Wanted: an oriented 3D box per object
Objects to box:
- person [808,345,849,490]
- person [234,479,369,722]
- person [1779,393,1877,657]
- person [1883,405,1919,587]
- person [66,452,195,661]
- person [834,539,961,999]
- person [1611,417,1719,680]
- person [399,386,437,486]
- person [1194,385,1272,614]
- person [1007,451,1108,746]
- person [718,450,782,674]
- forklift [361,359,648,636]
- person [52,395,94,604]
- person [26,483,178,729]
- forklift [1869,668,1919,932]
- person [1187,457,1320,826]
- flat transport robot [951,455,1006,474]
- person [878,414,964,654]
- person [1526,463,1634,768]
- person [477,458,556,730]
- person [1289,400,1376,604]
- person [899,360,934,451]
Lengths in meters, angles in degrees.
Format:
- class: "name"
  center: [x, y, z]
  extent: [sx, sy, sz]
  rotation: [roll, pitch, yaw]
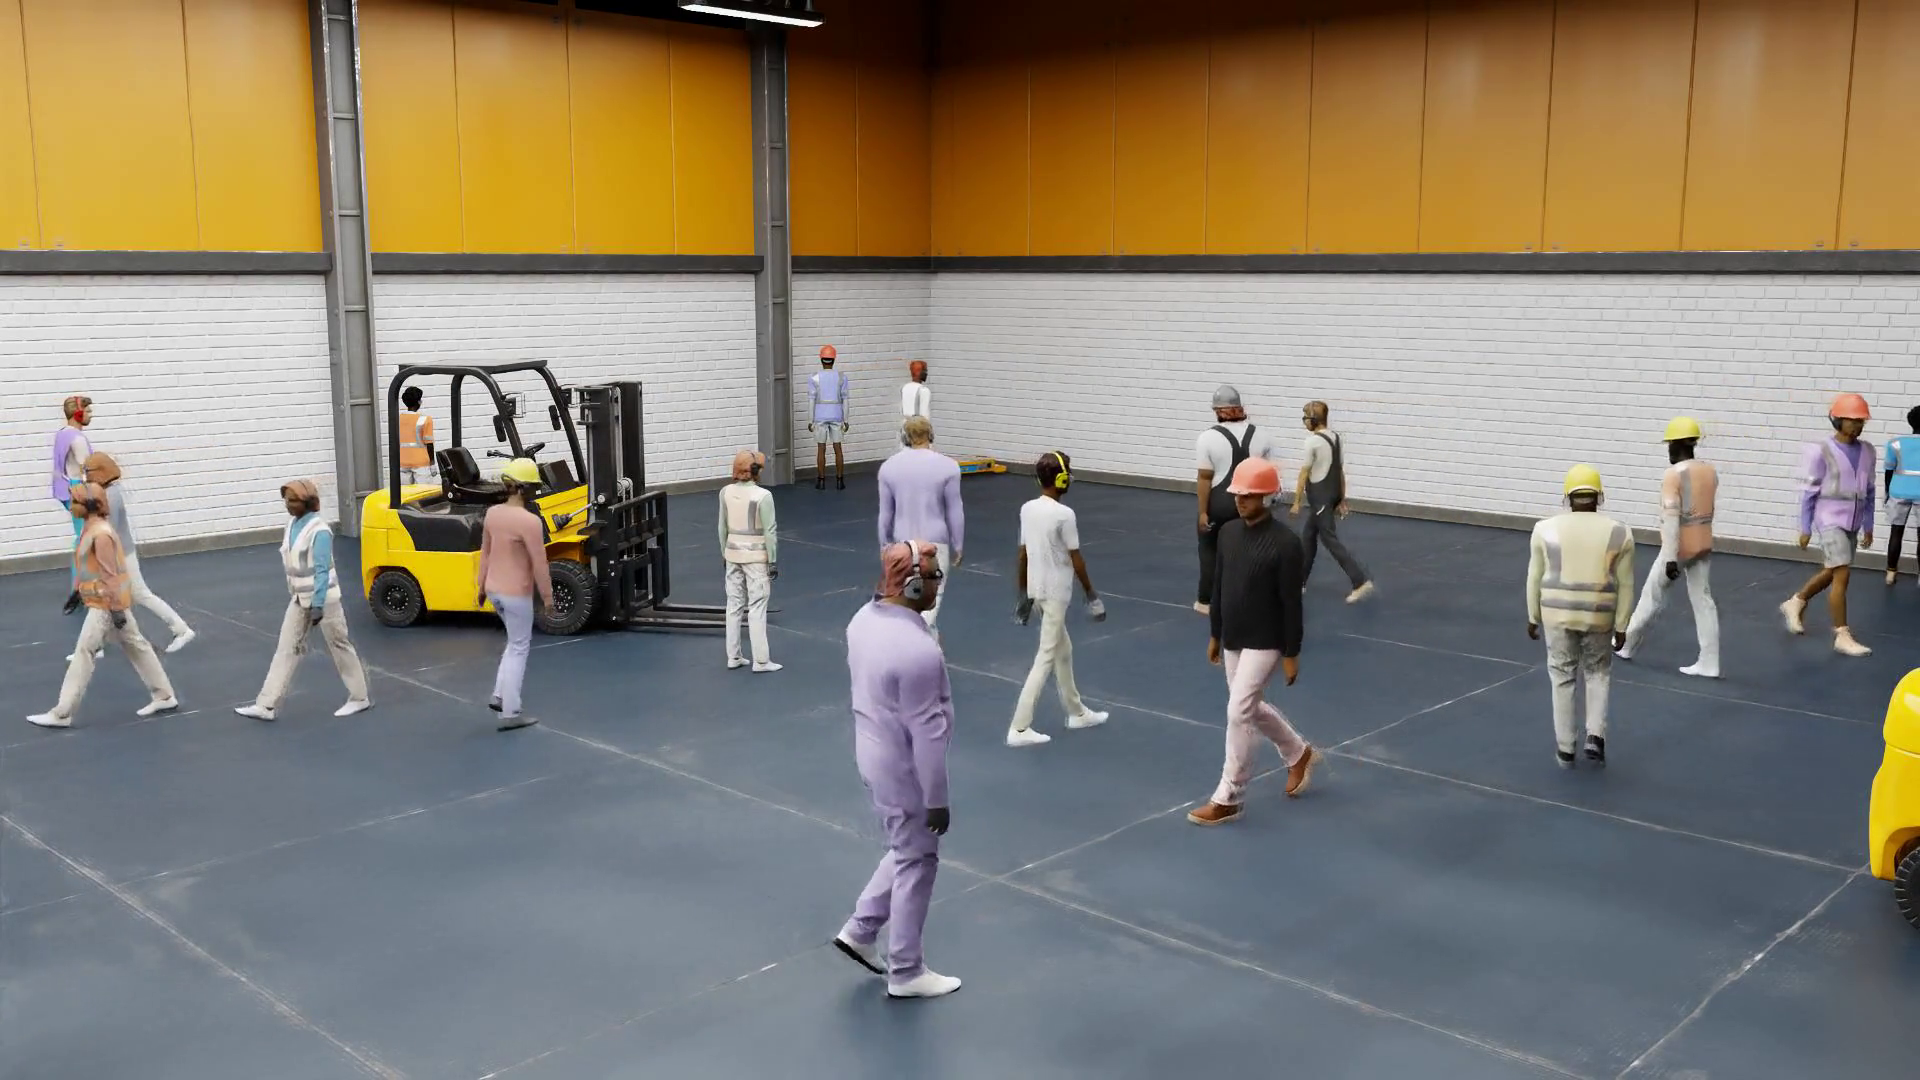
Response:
- class: "person"
  center: [-1.762, -1.635, 22.251]
  extent: [0.552, 1.935, 0.367]
  rotation: [-2, 9, -9]
- class: "person"
  center: [-4.257, 0.408, 10.772]
  extent: [0.529, 1.591, 0.864]
  rotation: [8, 12, 40]
- class: "person"
  center: [6.804, -0.156, 12.981]
  extent: [0.616, 2.015, 0.950]
  rotation: [-3, 10, -16]
- class: "person"
  center: [8.868, -0.408, 15.462]
  extent: [0.536, 1.696, 0.318]
  rotation: [7, 12, 38]
- class: "person"
  center: [-6.315, 0.112, 12.615]
  extent: [0.860, 1.593, 0.506]
  rotation: [-5, 11, -30]
- class: "person"
  center: [-0.206, 0.927, 6.689]
  extent: [0.436, 1.890, 0.670]
  rotation: [-4, 10, -23]
- class: "person"
  center: [5.208, 0.039, 12.181]
  extent: [0.599, 1.869, 0.976]
  rotation: [-5, 11, -30]
- class: "person"
  center: [-5.886, -0.810, 17.951]
  extent: [0.535, 1.693, 0.317]
  rotation: [3, 10, 19]
- class: "person"
  center: [2.293, -0.325, 13.907]
  extent: [0.689, 2.000, 0.957]
  rotation: [-3, 10, -18]
- class: "person"
  center: [0.616, 0.354, 10.399]
  extent: [0.762, 1.844, 0.520]
  rotation: [-5, 11, -28]
- class: "person"
  center: [-1.546, 0.158, 12.178]
  extent: [0.523, 1.636, 0.311]
  rotation: [6, 11, 34]
- class: "forklift"
  center: [-3.850, -0.407, 13.936]
  extent: [2.313, 2.155, 1.214]
  rotation: [2, 9, 11]
- class: "person"
  center: [-7.754, -0.353, 14.681]
  extent: [0.440, 1.837, 0.582]
  rotation: [-7, 12, -36]
- class: "person"
  center: [-5.565, 0.414, 10.763]
  extent: [0.895, 1.584, 0.521]
  rotation: [-5, 11, -29]
- class: "forklift"
  center: [5.205, 0.723, 7.013]
  extent: [2.313, 2.155, 1.214]
  rotation: [9, 13, 43]
- class: "person"
  center: [1.626, 0.516, 8.969]
  extent: [0.924, 1.966, 0.622]
  rotation: [-5, 11, -29]
- class: "flat transport robot"
  center: [-0.099, -1.059, 23.817]
  extent: [1.431, 0.197, 0.652]
  rotation: [-7, 11, -36]
- class: "person"
  center: [-0.307, 0.035, 12.199]
  extent: [0.656, 1.892, 0.883]
  rotation: [3, 10, 17]
- class: "person"
  center: [3.653, 0.451, 9.841]
  extent: [0.588, 1.814, 0.419]
  rotation: [3, 10, 16]
- class: "person"
  center: [-2.869, 0.343, 10.713]
  extent: [0.591, 1.741, 0.455]
  rotation: [7, 12, 37]
- class: "person"
  center: [3.295, -0.340, 14.802]
  extent: [0.949, 1.803, 0.535]
  rotation: [8, 12, 40]
- class: "person"
  center: [-0.576, -1.302, 20.503]
  extent: [0.942, 1.847, 0.584]
  rotation: [-8, 12, -41]
